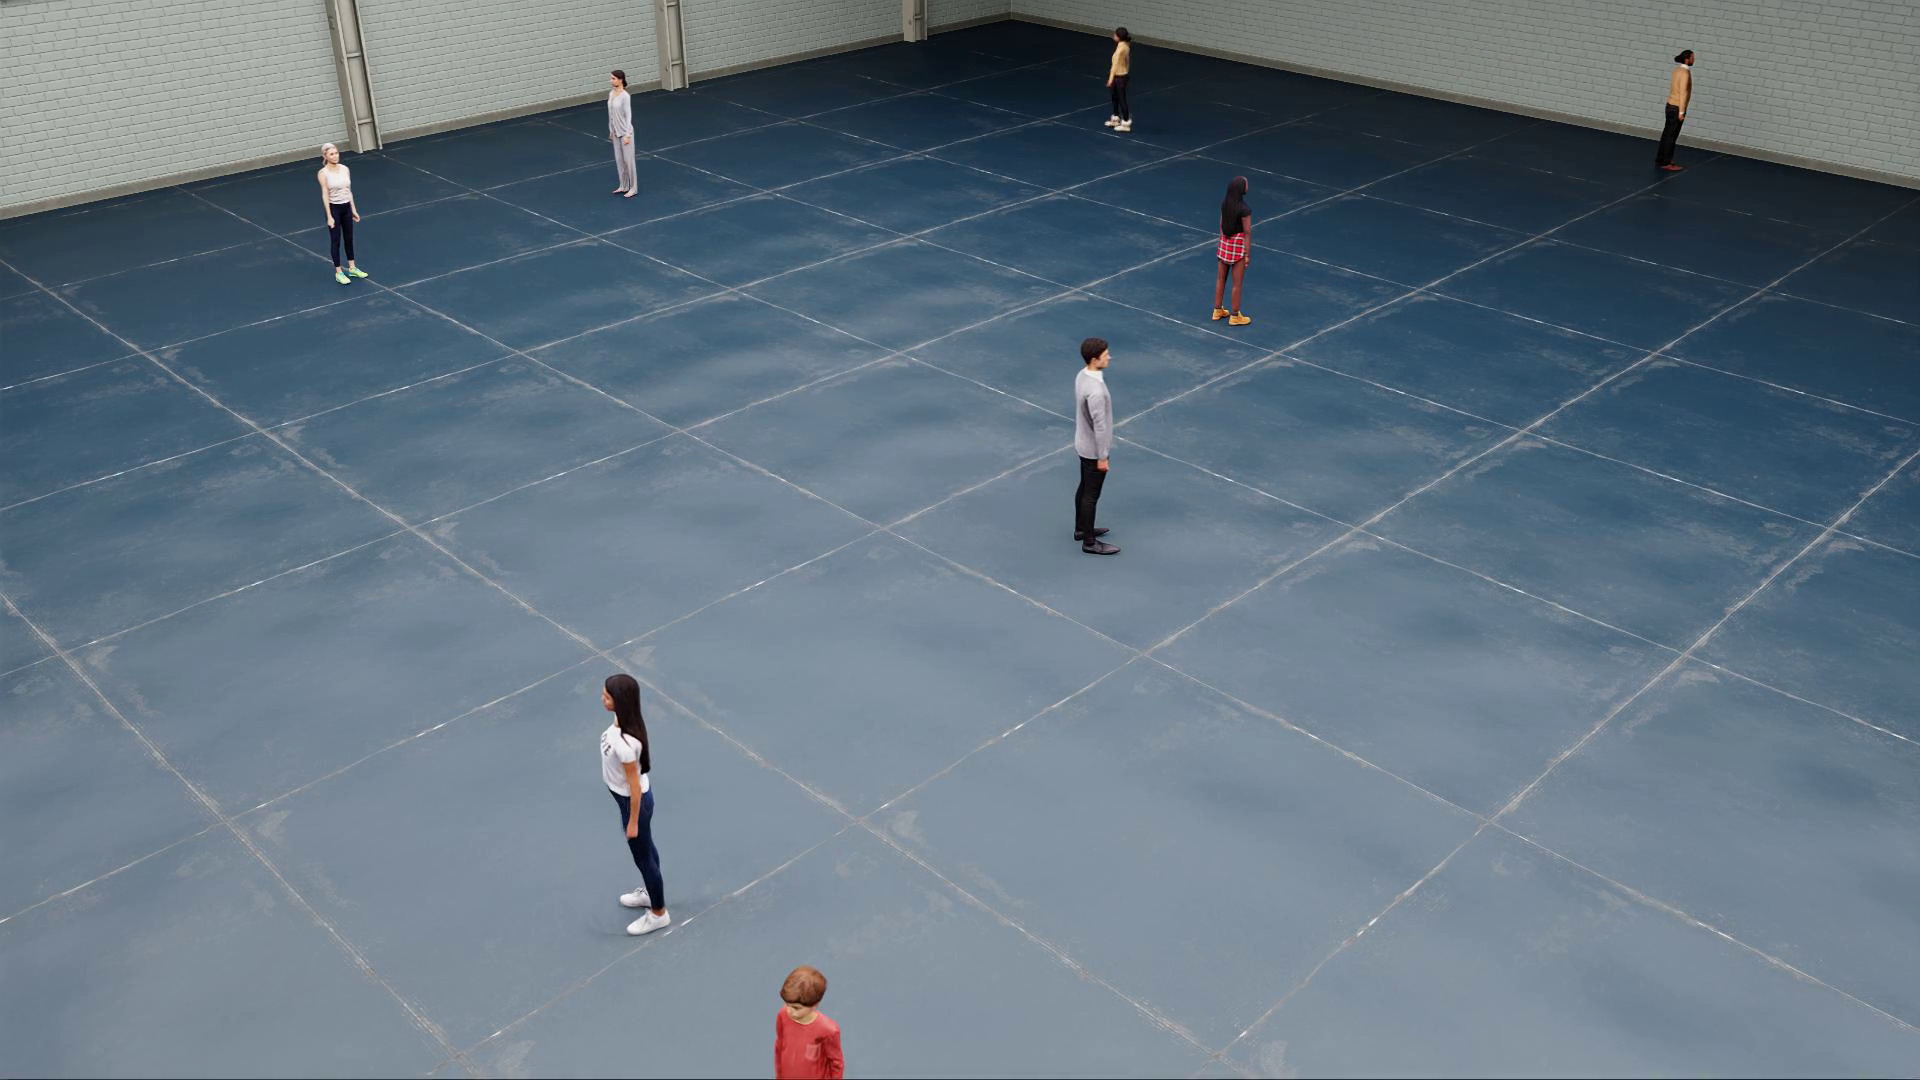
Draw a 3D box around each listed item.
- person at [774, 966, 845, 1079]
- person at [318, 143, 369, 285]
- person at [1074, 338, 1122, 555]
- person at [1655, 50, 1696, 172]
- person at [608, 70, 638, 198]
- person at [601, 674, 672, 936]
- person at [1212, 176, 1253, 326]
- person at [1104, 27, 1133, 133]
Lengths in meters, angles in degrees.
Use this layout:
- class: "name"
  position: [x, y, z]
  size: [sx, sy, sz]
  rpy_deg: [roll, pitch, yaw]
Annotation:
- class: "person"
  position: [-0.731, 2.666, 8.187]
  size: [0.575, 1.417, 0.558]
  rpy_deg: [13, 31, 23]
- class: "person"
  position: [-7.650, -4.042, 20.480]
  size: [0.708, 1.702, 0.551]
  rpy_deg: [16, 32, 27]
- class: "person"
  position: [1.125, -0.819, 14.193]
  size: [0.860, 1.923, 0.839]
  rpy_deg: [-4, 28, -8]
- class: "person"
  position: [10.763, -6.472, 24.988]
  size: [0.815, 1.754, 0.739]
  rpy_deg: [2, 28, 4]
- class: "person"
  position: [-4.815, -5.814, 23.732]
  size: [0.588, 1.774, 0.530]
  rpy_deg: [24, 36, 37]
- class: "person"
  position: [-1.927, 1.559, 9.888]
  size: [0.682, 1.774, 0.670]
  rpy_deg: [-6, 29, -12]
- class: "person"
  position: [3.148, -3.338, 19.131]
  size: [0.623, 1.729, 0.628]
  rpy_deg: [-20, 34, -33]
- class: "person"
  position: [2.685, -7.446, 26.934]
  size: [0.822, 1.644, 0.789]
  rpy_deg: [10, 30, 17]
